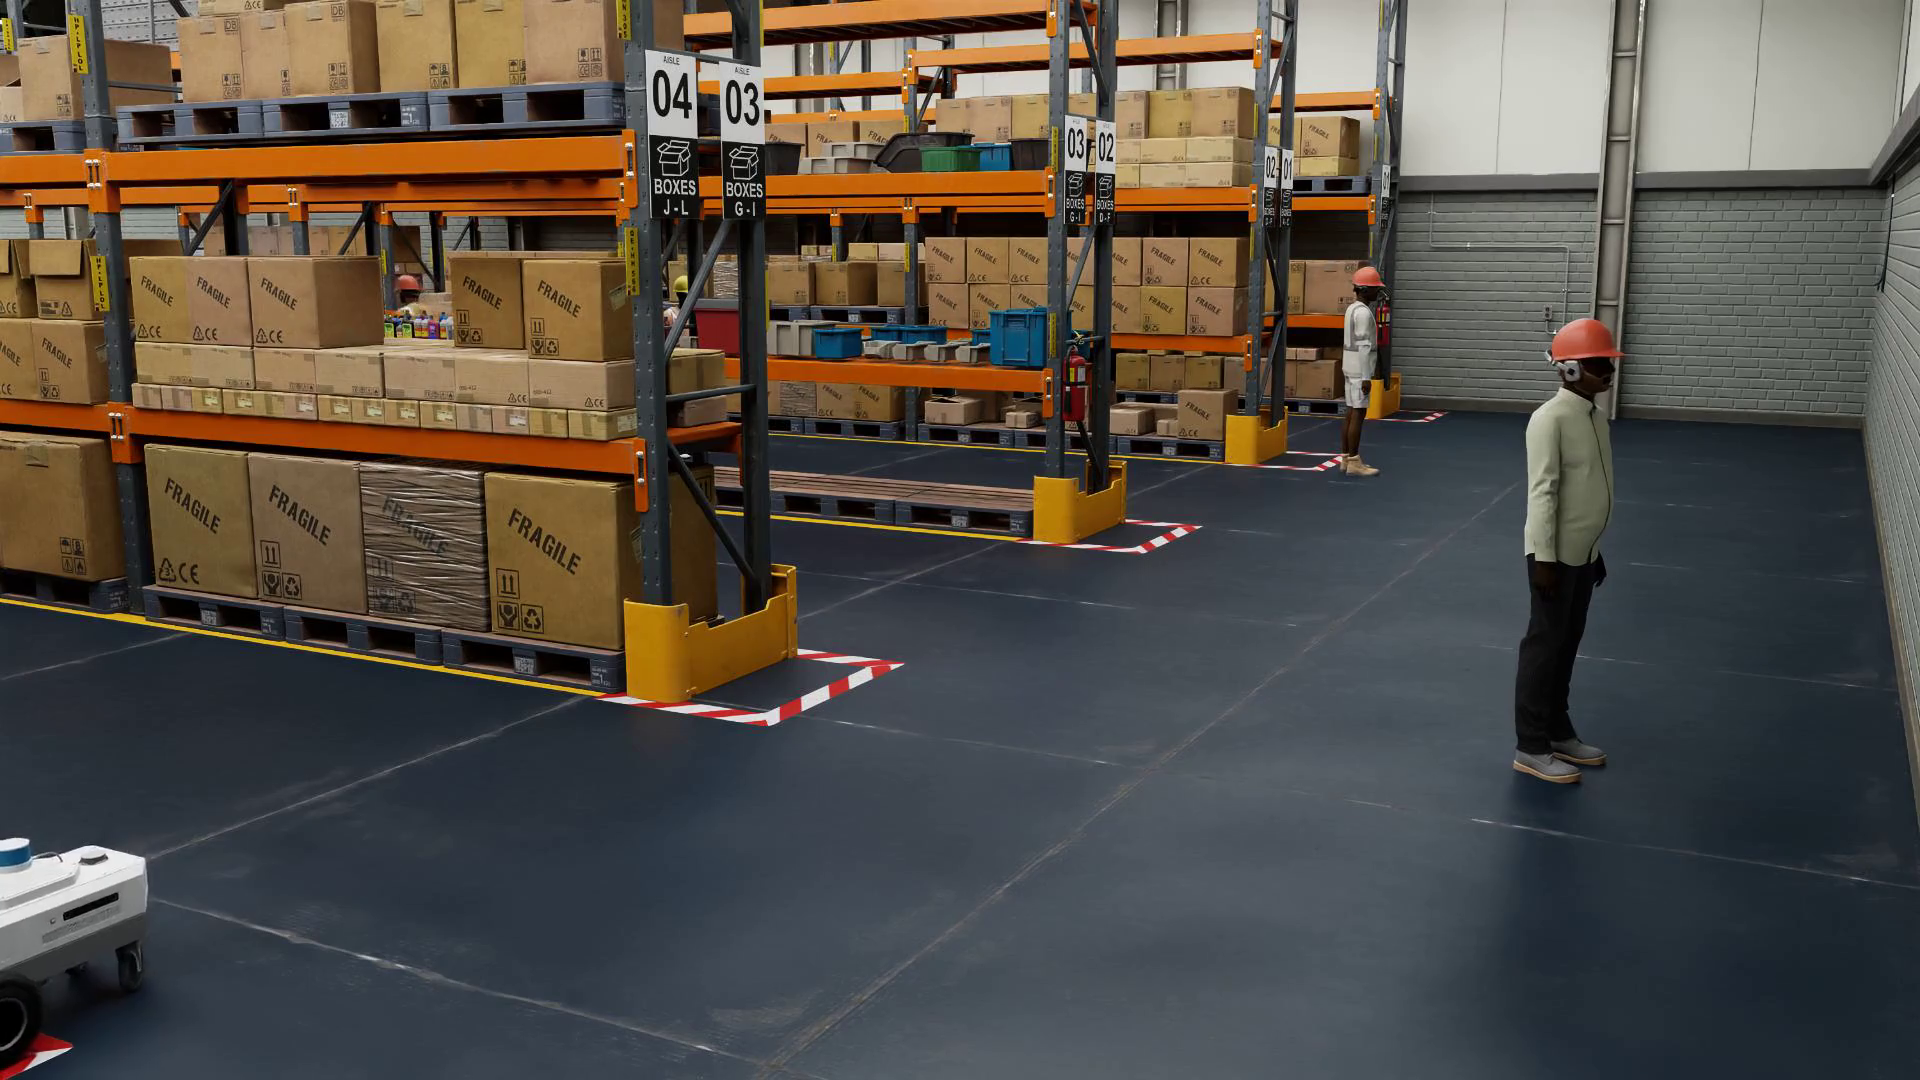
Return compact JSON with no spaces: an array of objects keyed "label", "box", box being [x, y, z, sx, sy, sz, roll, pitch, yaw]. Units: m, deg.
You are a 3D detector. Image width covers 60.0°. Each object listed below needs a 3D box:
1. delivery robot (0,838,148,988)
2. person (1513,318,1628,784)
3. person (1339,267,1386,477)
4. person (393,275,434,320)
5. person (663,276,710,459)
[{"label":"delivery robot","box":[-2.808,1.133,4.962,0.477,0.478,0.707,5,12,27]},{"label":"person","box":[2.651,0.039,7.249,0.375,1.997,0.612,9,14,40]},{"label":"person","box":[3.948,-1.647,16.318,0.374,2.043,0.613,0,10,1]},{"label":"person","box":[-6.184,-2.005,18.664,0.909,1.900,0.555,5,12,27]},{"label":"person","box":[-2.898,-1.828,17.622,0.368,1.925,0.594,6,12,30]}]
